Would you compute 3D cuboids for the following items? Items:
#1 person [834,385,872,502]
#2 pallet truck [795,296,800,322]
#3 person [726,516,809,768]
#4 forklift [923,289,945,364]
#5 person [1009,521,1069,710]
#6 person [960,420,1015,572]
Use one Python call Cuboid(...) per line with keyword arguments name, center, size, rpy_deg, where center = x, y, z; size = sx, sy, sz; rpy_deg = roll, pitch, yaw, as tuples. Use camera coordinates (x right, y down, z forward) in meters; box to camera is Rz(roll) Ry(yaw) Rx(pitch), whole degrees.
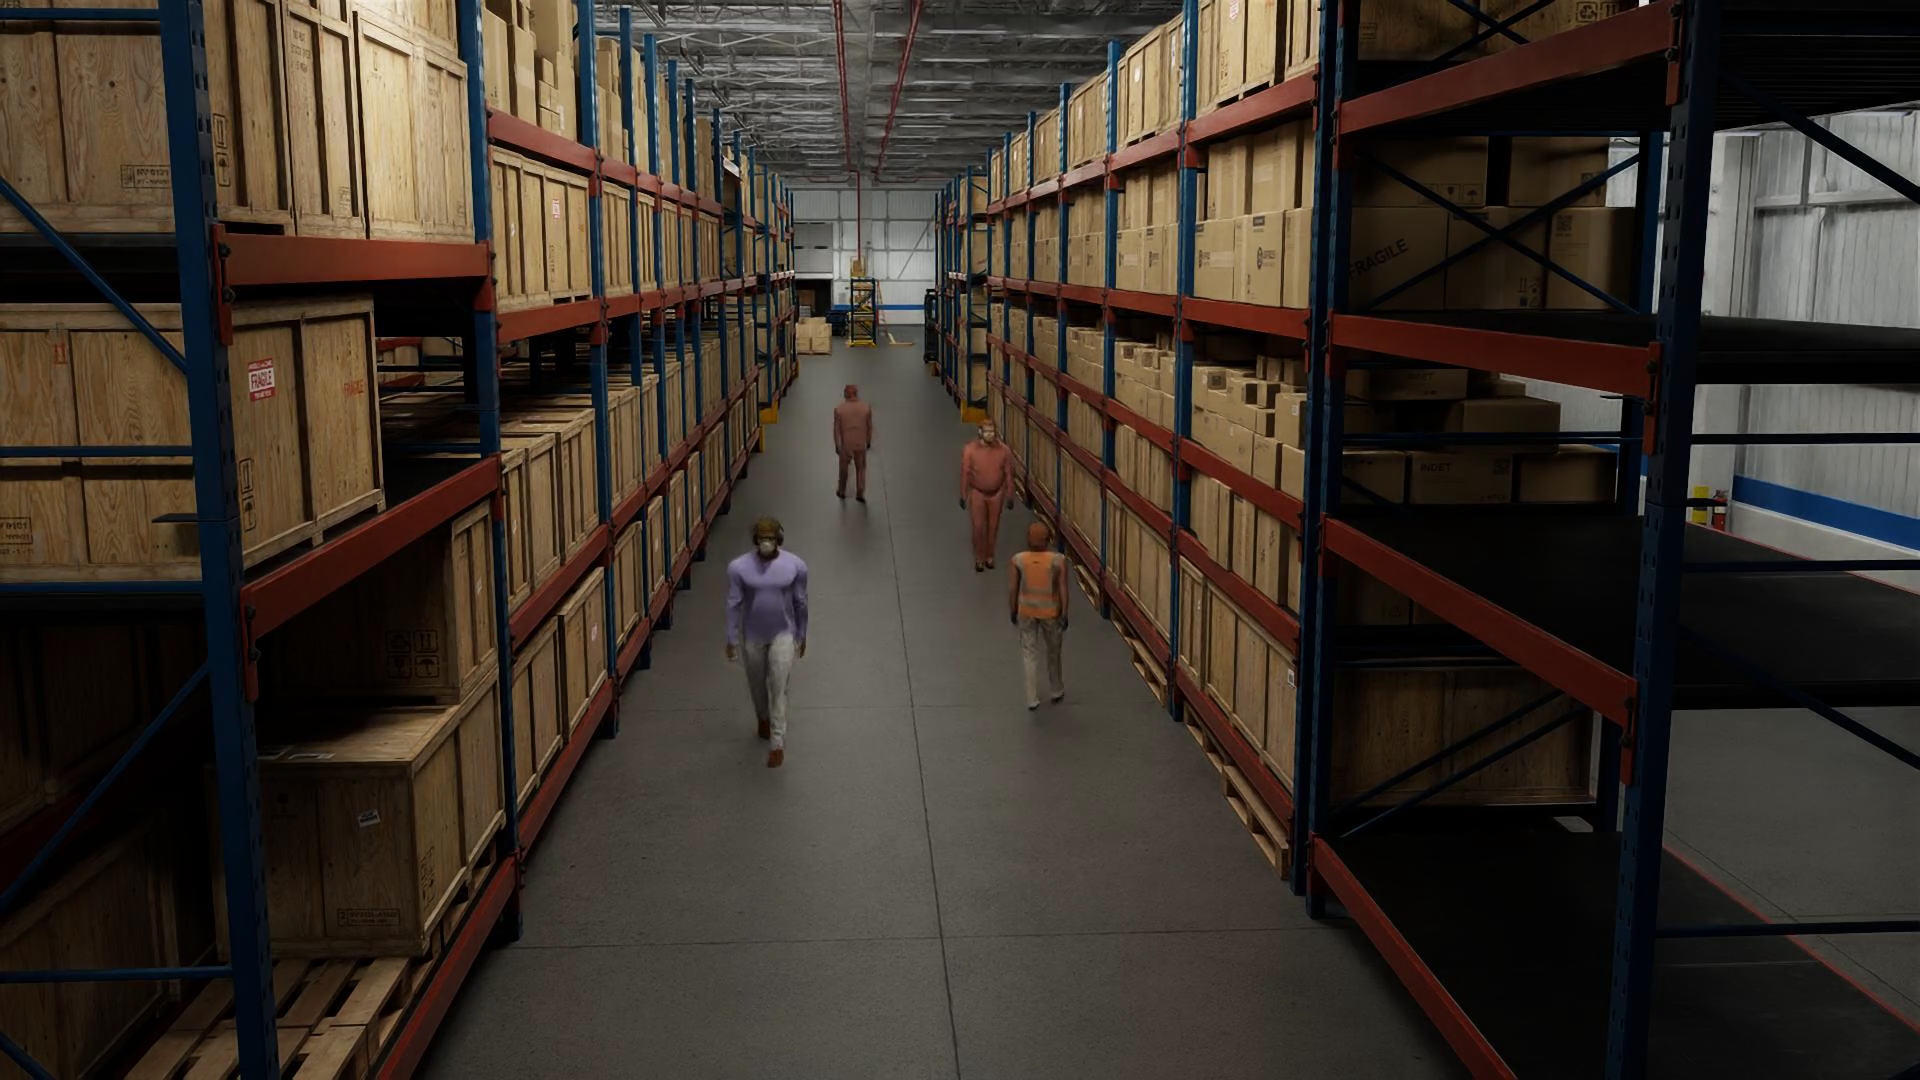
Cuboid(name="person", center=(-1.751, -1.576, 26.905), size=(0.660, 1.869, 0.926), rpy_deg=(-3, 10, -16))
Cuboid(name="pallet truck", center=(-8.622, -12.439, 91.403), size=(1.885, 1.965, 0.823), rpy_deg=(2, 10, 13))
Cuboid(name="person", center=(-1.497, 0.736, 13.015), size=(0.637, 1.911, 0.963), rpy_deg=(-1, 10, -3))
Cuboid(name="forklift", center=(-0.809, -8.121, 62.980), size=(1.129, 2.768, 1.873), rpy_deg=(-1, 10, -3))
Cuboid(name="person", center=(0.700, 0.630, 14.430), size=(0.545, 1.615, 0.659), rpy_deg=(2, 10, 13))
Cuboid(name="person", center=(0.359, -0.537, 20.638), size=(0.680, 1.876, 0.814), rpy_deg=(-1, 10, -8))
